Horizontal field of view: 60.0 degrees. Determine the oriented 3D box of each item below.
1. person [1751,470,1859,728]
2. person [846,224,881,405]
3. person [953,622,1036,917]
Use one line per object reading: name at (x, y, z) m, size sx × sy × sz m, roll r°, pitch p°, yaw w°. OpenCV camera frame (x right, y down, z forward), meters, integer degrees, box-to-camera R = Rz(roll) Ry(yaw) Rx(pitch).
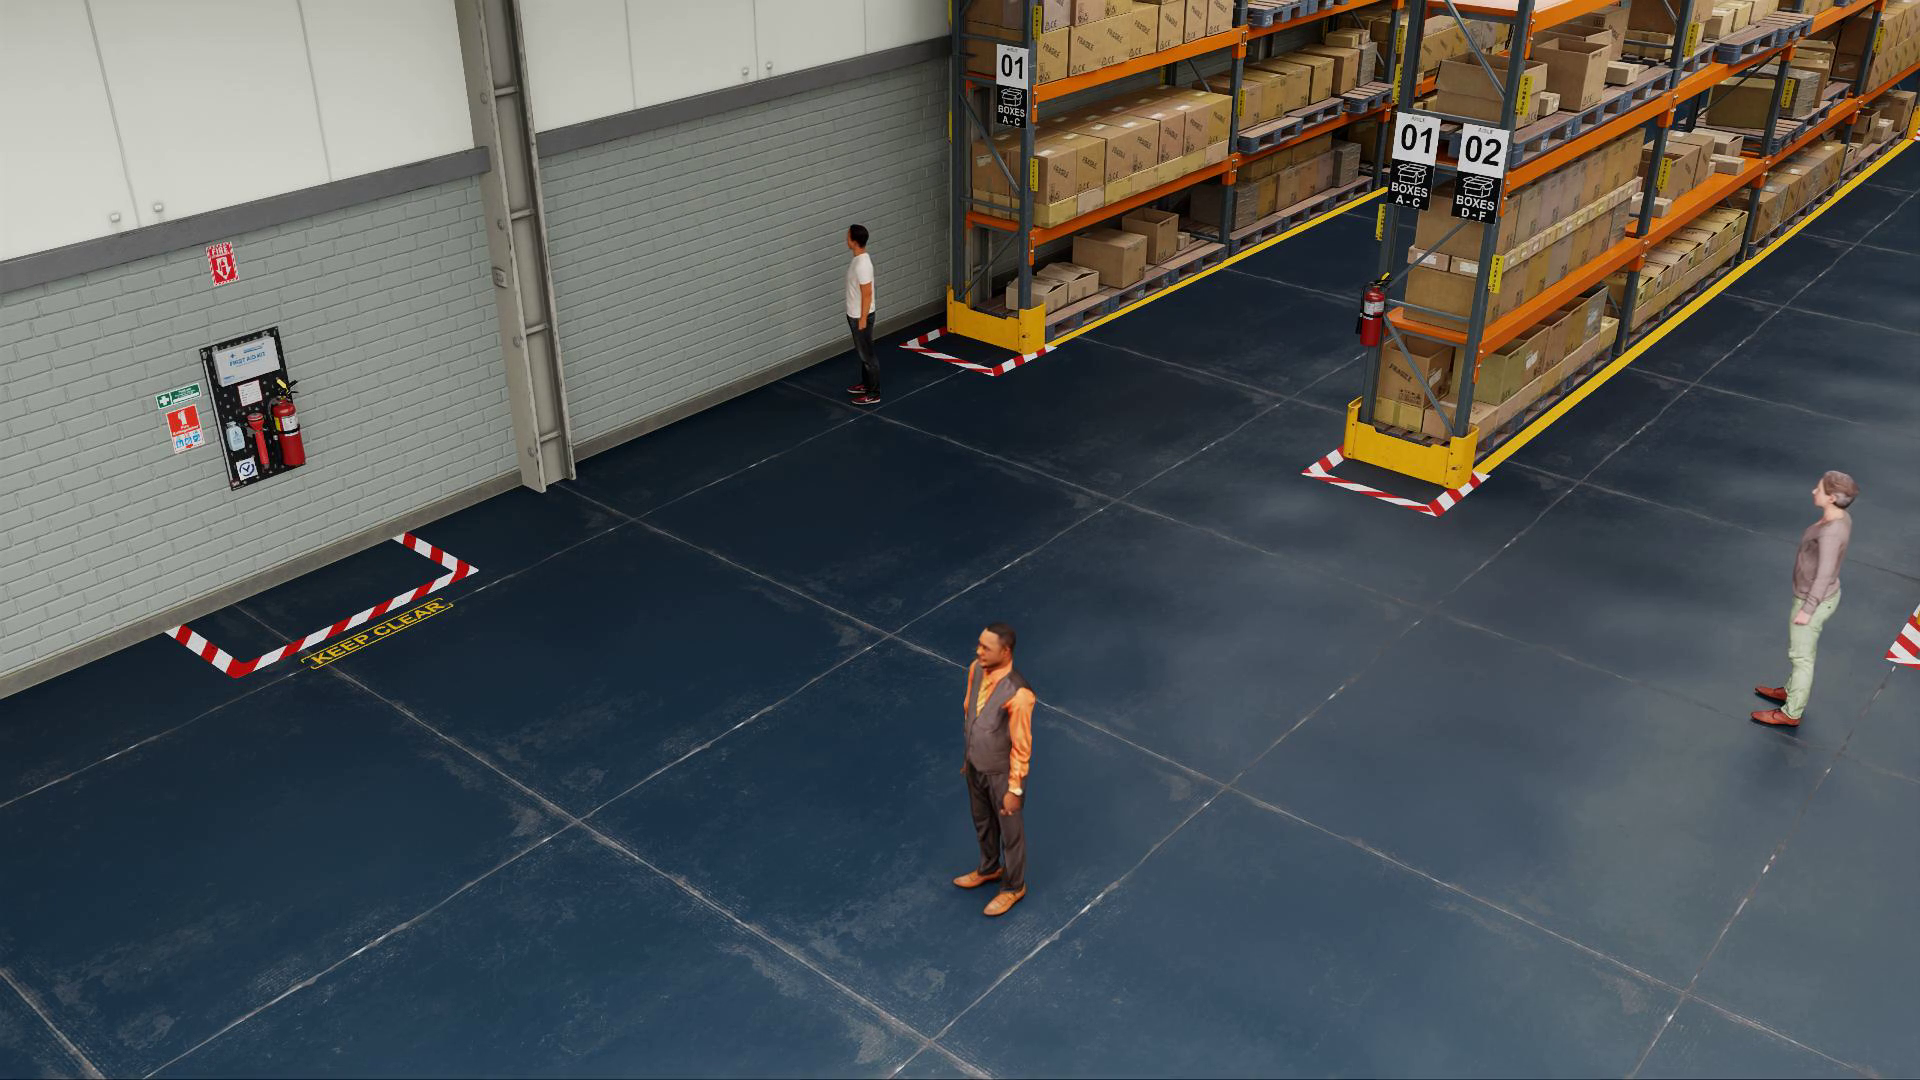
person at (5.807, 0.401, 11.329) m, size 0.788 × 1.871 × 0.588 m, roll 14°, pitch 31°, yaw 25°
person at (-0.954, -2.228, 16.340) m, size 0.755 × 1.801 × 0.712 m, roll -5°, pitch 28°, yaw -9°
person at (0.222, 1.298, 9.605) m, size 0.703 × 1.908 × 0.755 m, roll -18°, pitch 33°, yaw -30°
